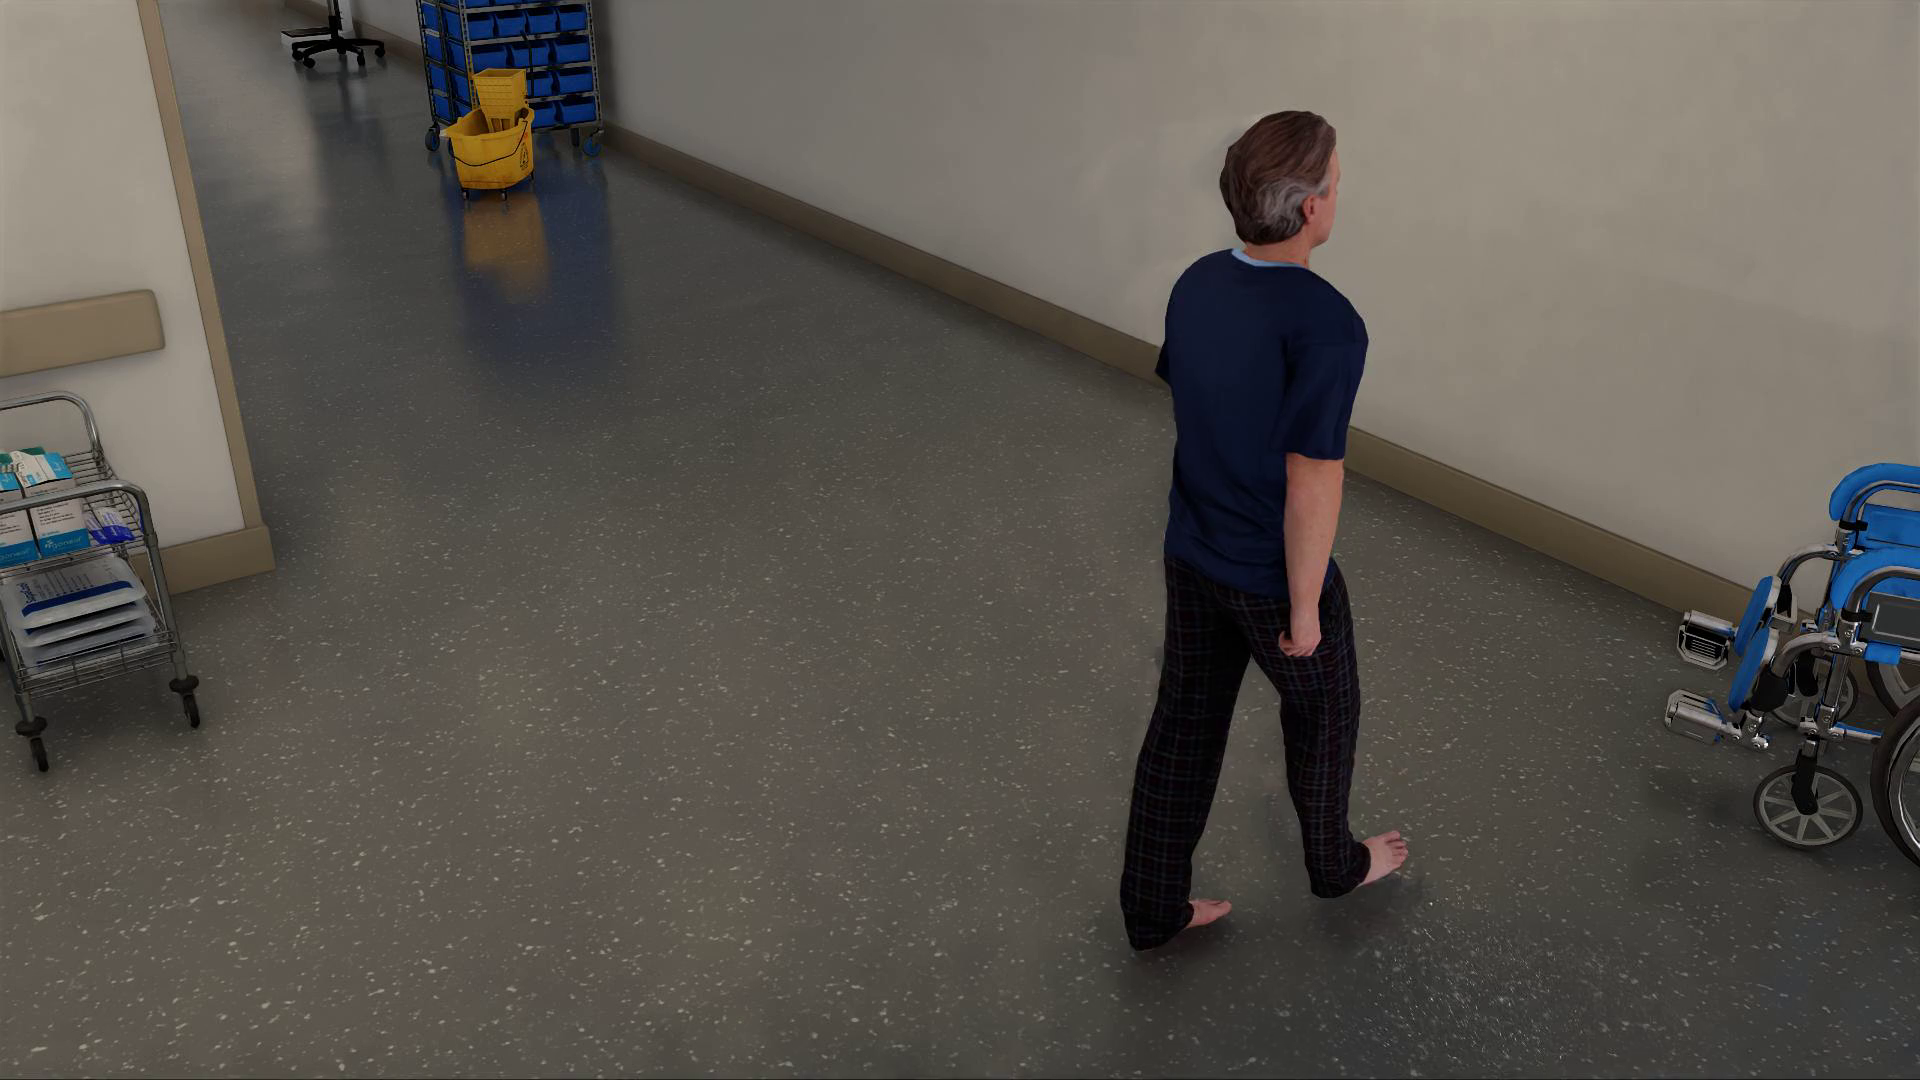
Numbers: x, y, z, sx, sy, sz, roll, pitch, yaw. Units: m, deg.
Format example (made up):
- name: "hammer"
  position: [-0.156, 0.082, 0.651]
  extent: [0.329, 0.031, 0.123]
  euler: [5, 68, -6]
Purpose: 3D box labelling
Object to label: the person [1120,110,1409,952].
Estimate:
- name: "person"
  position: [0.527, 0.087, 3.428]
  extent: [0.951, 1.847, 0.688]
  euler: [-18, 31, -33]
